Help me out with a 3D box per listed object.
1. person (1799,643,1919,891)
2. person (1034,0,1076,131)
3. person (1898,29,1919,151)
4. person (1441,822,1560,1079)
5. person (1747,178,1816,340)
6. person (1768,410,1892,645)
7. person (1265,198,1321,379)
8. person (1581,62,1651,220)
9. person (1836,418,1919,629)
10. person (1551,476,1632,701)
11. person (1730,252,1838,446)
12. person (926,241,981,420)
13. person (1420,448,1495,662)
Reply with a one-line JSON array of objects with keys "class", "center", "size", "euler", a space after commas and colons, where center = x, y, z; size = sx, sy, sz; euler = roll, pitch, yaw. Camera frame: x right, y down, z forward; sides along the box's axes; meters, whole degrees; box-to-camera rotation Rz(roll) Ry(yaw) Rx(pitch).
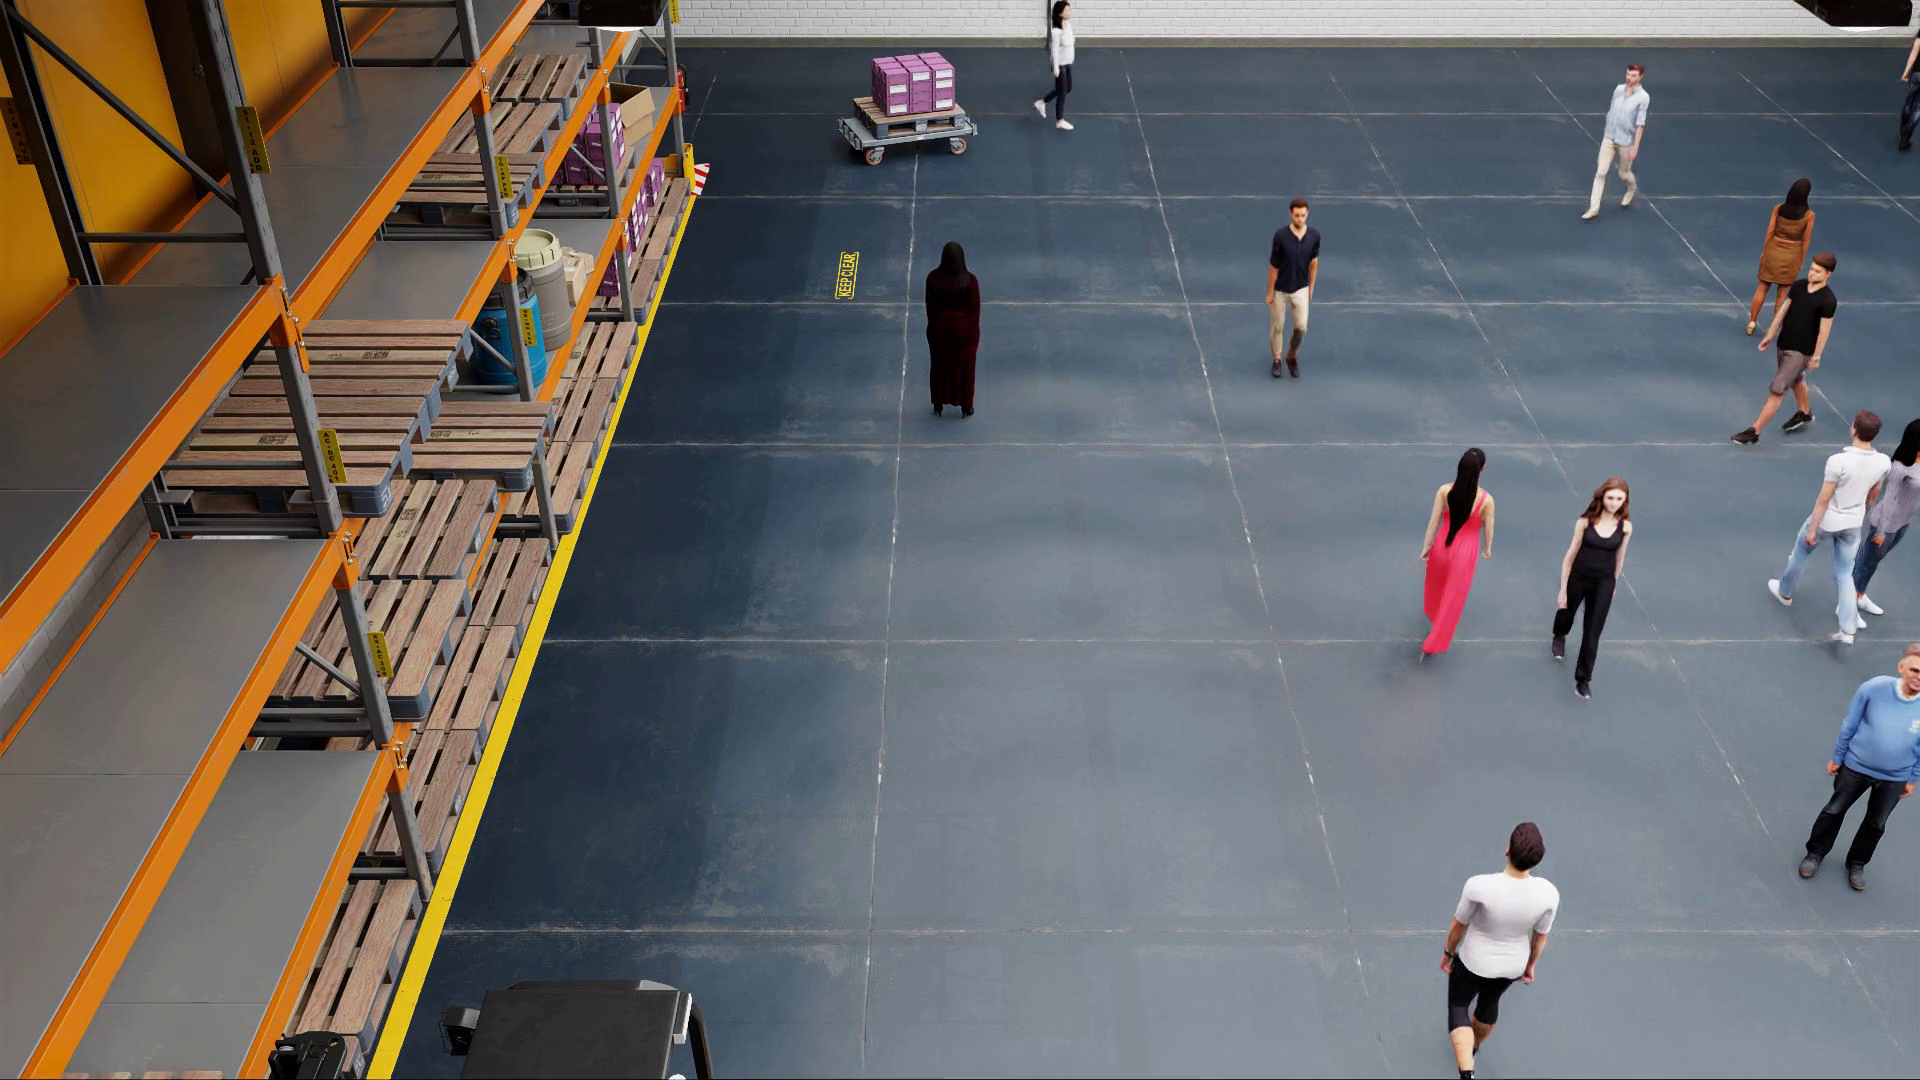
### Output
[{"class": "person", "center": [5.694, 1.378, 10.323], "size": [0.738, 1.823, 0.723], "euler": [15, 36, 21]}, {"class": "person", "center": [1.259, -6.284, 21.971], "size": [0.852, 1.689, 0.863], "euler": [13, 36, 19]}, {"class": "person", "center": [12.351, -5.929, 21.287], "size": [1.108, 1.855, 1.224], "euler": [25, 41, 33]}, {"class": "person", "center": [2.867, 2.303, 8.919], "size": [0.710, 1.836, 0.999], "euler": [3, 34, 4]}, {"class": "person", "center": [8.295, -2.839, 16.788], "size": [0.645, 1.690, 0.681], "euler": [23, 40, 31]}, {"class": "person", "center": [6.637, -0.045, 12.478], "size": [0.688, 1.807, 1.202], "euler": [-1, 34, -2]}, {"class": "person", "center": [3.169, -2.461, 16.086], "size": [0.641, 1.837, 0.600], "euler": [1, 34, 2]}, {"class": "person", "center": [7.769, -4.664, 19.418], "size": [1.166, 1.818, 1.169], "euler": [-24, 41, -32]}, {"class": "person", "center": [7.099, -0.158, 12.714], "size": [0.684, 1.735, 0.711], "euler": [-22, 40, -30]}, {"class": "person", "center": [4.567, 0.248, 12.142], "size": [0.755, 1.692, 1.169], "euler": [7, 34, 10]}, {"class": "person", "center": [7.629, -1.742, 15.015], "size": [0.926, 1.826, 1.214], "euler": [-8, 35, -12]}, {"class": "person", "center": [-0.065, -1.937, 15.368], "size": [0.704, 1.759, 0.656], "euler": [6, 34, 9]}, {"class": "person", "center": [3.614, 0.168, 12.267], "size": [0.907, 1.687, 1.056], "euler": [21, 39, 28]}]
